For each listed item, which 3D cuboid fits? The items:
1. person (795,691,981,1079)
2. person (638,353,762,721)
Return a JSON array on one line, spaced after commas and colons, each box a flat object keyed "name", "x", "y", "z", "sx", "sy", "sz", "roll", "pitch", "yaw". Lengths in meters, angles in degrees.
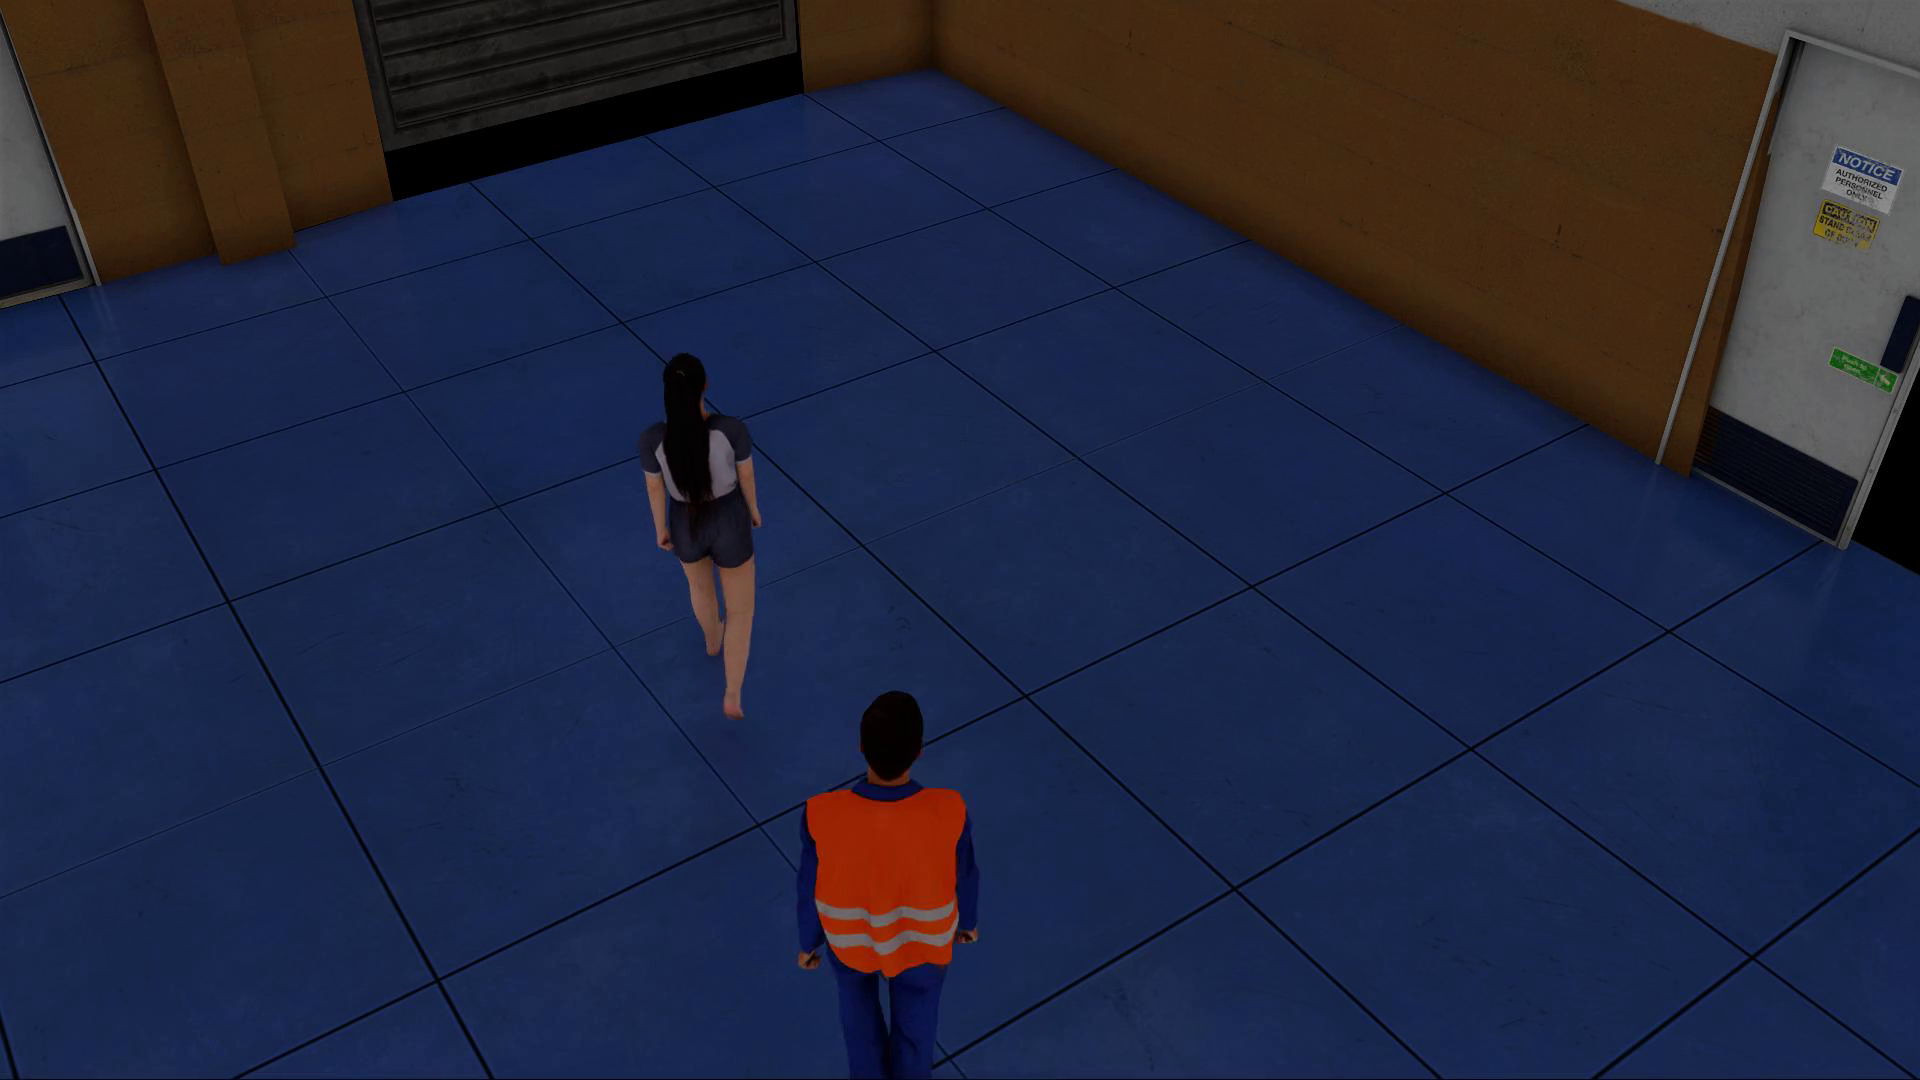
[{"name": "person", "x": -0.214, "y": 1.247, "z": 4.944, "sx": 0.823, "sy": 1.852, "sz": 0.908, "roll": -1, "pitch": 37, "yaw": -1}, {"name": "person", "x": -1.013, "y": 0.015, "z": 6.777, "sx": 1.028, "sy": 1.620, "sz": 1.005, "roll": 0, "pitch": 37, "yaw": 0}]
